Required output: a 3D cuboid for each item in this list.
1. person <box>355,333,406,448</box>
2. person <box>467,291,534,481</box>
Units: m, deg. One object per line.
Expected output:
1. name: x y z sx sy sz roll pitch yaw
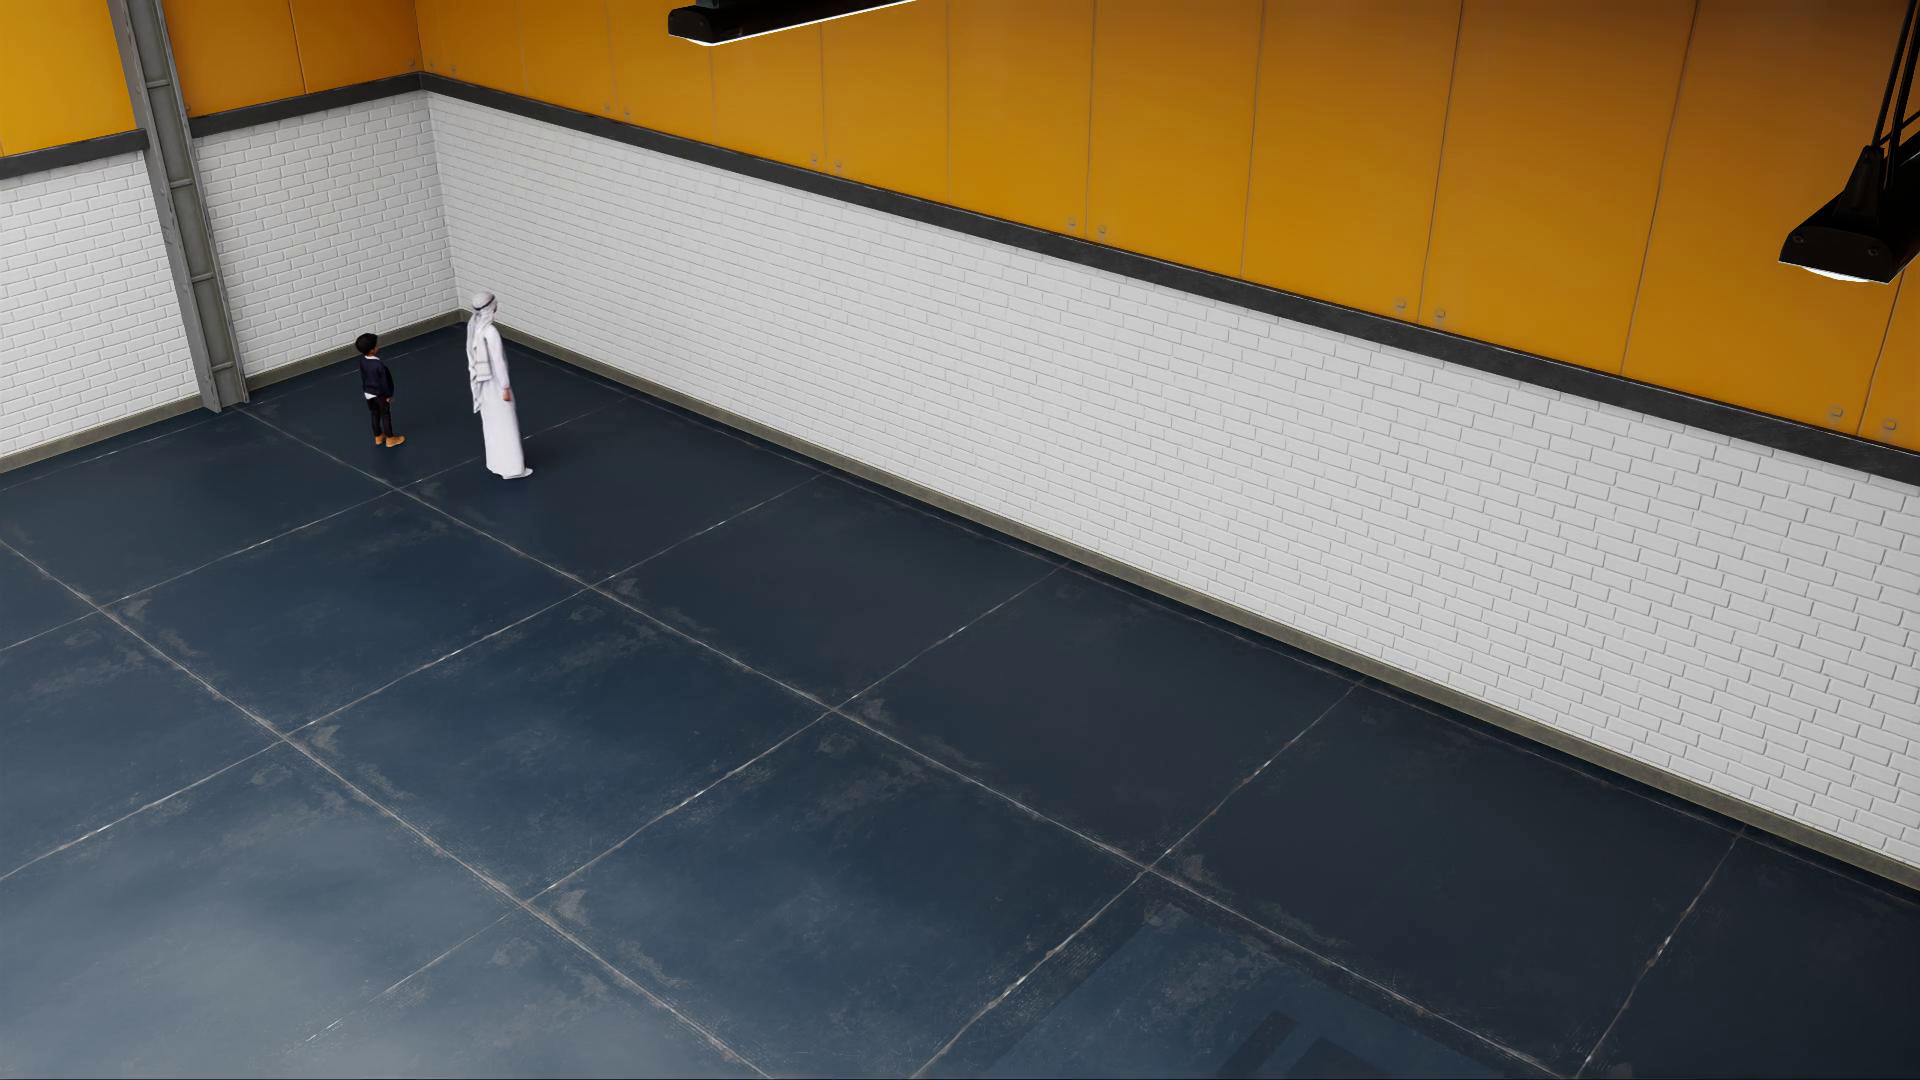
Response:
1. person: -6.026 -1.555 17.174 0.532 1.227 0.530 16 32 27
2. person: -4.597 -1.535 16.407 0.686 1.925 0.730 -22 36 -35
